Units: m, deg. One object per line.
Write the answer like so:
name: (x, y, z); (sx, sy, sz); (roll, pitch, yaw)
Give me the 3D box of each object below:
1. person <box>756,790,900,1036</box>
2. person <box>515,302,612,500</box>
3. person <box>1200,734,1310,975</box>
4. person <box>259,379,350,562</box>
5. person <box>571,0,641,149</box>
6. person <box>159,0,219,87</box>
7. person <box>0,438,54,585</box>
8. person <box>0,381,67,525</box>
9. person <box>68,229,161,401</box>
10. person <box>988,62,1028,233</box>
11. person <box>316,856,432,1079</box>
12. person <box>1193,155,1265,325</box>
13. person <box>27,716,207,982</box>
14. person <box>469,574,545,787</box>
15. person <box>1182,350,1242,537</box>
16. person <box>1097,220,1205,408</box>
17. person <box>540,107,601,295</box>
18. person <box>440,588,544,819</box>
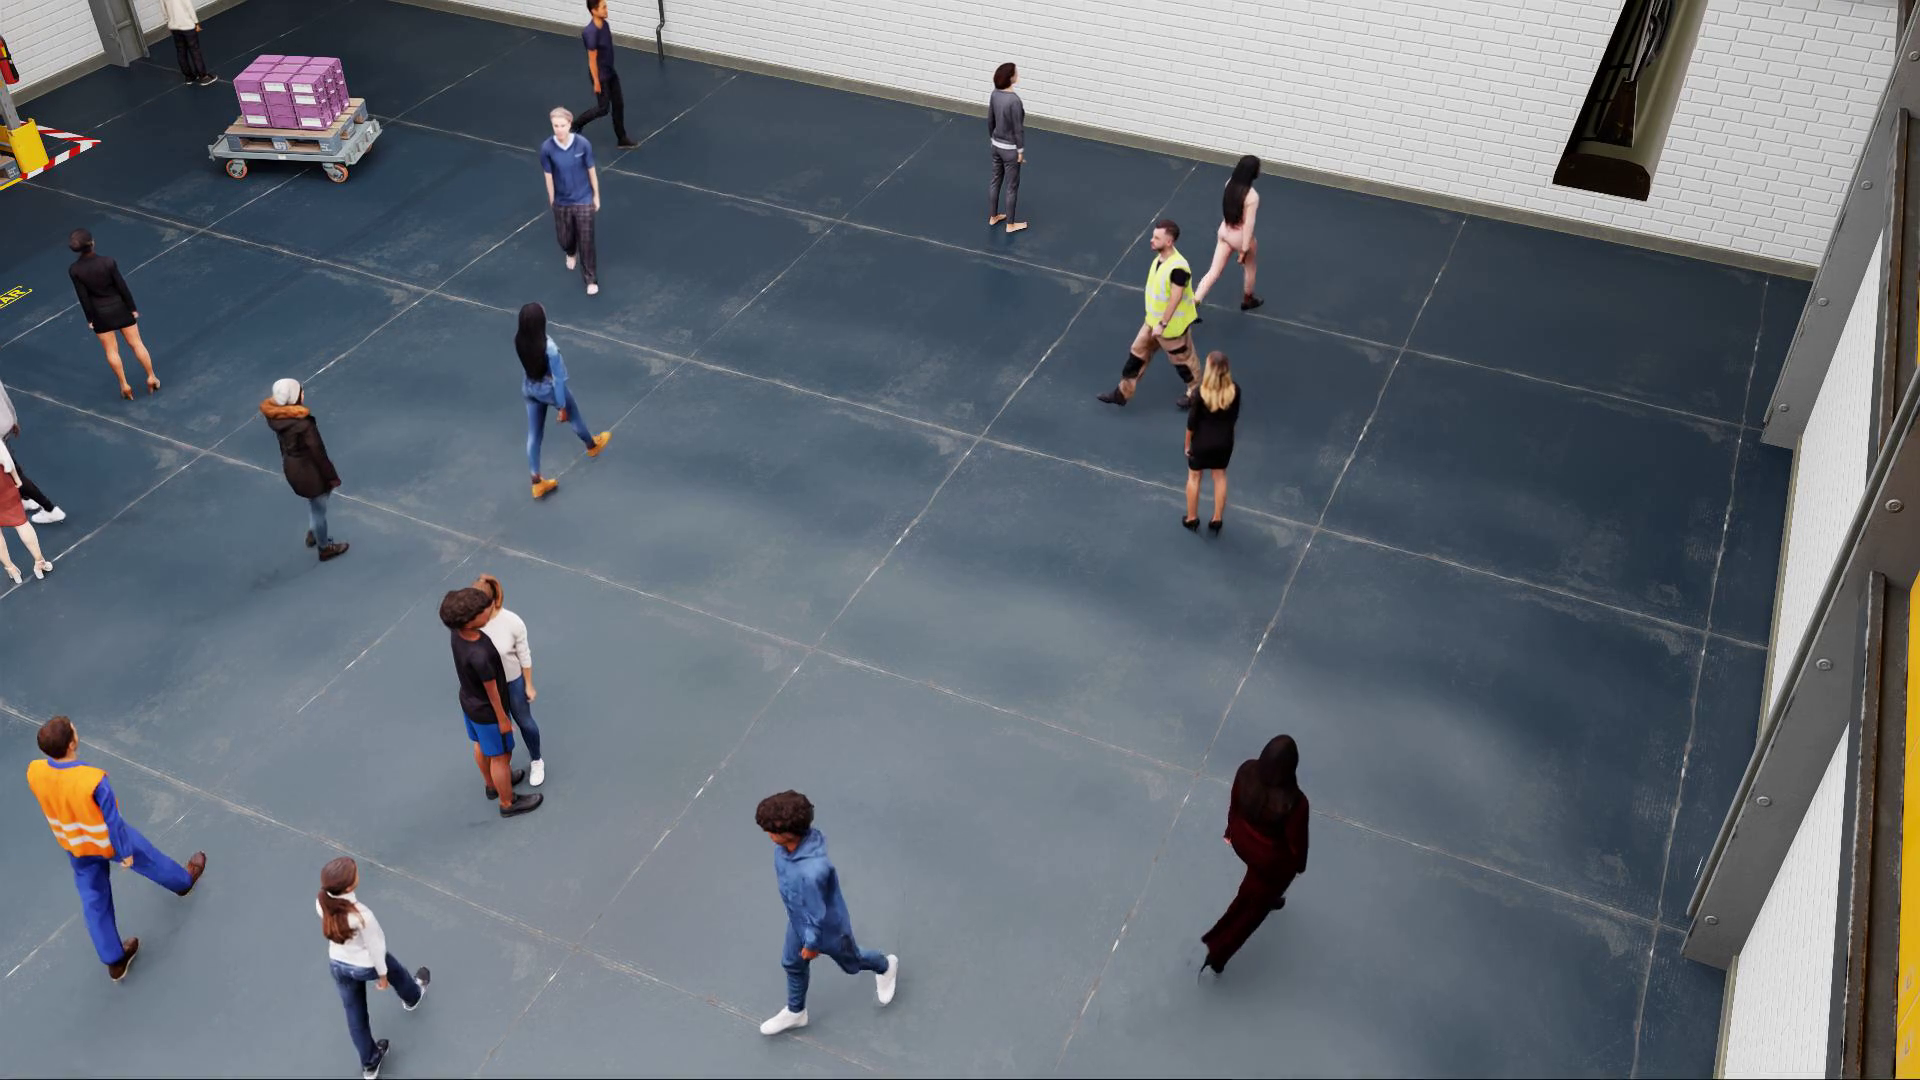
person: (-0.722, 2.078, 9.329); (1.226, 1.782, 1.041); (-27, 46, -29)
person: (-3.395, -1.095, 13.391); (0.685, 1.671, 1.155); (19, 43, 23)
person: (1.710, 1.854, 9.661); (1.192, 1.718, 0.984); (-26, 45, -28)
person: (-5.039, -0.501, 12.682); (0.692, 1.627, 0.702); (32, 48, 33)
person: (-4.032, -5.154, 18.393); (0.863, 1.772, 1.013); (7, 39, 8)
person: (-9.333, -6.182, 19.935); (0.614, 1.452, 0.567); (8, 39, 10)
person: (-7.280, -0.406, 12.465); (0.663, 1.751, 0.715); (-11, 40, -14)
person: (-7.474, -0.828, 12.991); (0.891, 1.752, 0.887); (4, 39, 4)
person: (-7.400, -1.965, 14.504); (0.676, 1.641, 0.746); (-19, 42, -22)
person: (0.473, -4.018, 16.975); (0.648, 1.767, 0.676); (-30, 47, -32)
person: (-3.342, 2.396, 9.140); (0.673, 1.522, 1.004); (6, 39, 8)
person: (2.483, -2.733, 15.441); (1.294, 1.673, 1.072); (-24, 44, -27)
person: (-5.038, 1.818, 9.625); (0.939, 1.819, 1.235); (4, 39, 4)
person: (-2.993, 0.909, 10.833); (0.677, 1.733, 0.652); (2, 39, 3)
person: (1.982, -0.732, 12.936); (0.654, 1.671, 0.691); (-7, 39, -9)
person: (1.853, -1.892, 14.293); (1.259, 1.790, 1.204); (-12, 40, -14)
person: (-3.717, -3.302, 16.005); (0.903, 1.858, 0.982); (-8, 39, -9)
person: (-3.039, 1.033, 10.628); (0.700, 1.793, 0.696); (-25, 45, -27)
